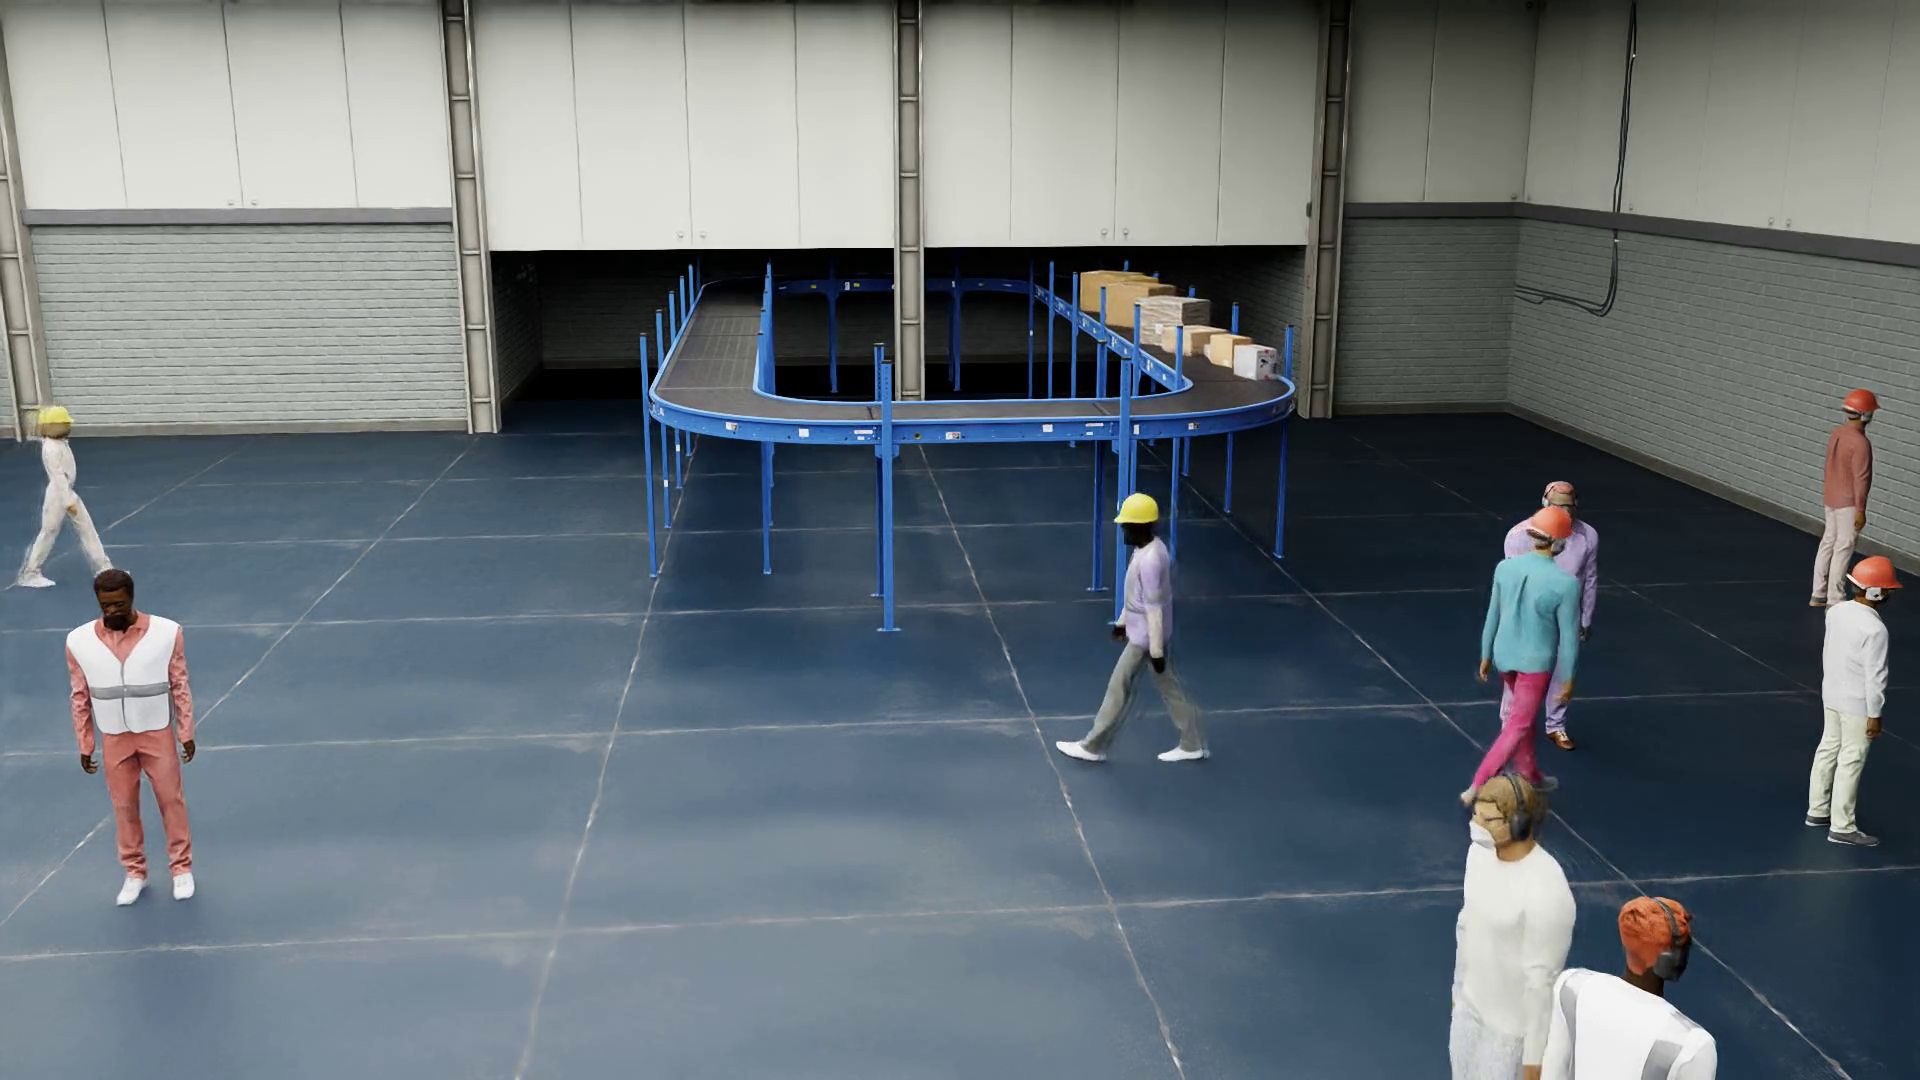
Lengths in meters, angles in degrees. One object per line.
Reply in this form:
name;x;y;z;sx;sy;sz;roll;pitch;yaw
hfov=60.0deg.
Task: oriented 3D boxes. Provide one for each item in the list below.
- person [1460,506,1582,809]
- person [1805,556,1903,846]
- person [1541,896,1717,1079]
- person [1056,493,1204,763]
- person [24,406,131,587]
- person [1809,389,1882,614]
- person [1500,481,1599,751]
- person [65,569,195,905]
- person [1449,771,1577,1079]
person;3.489;0.757;10.337;0.937;1.951;0.650;-9;16;-31
person;5.362;0.947;9.948;0.329;1.751;0.569;0;14;-1
person;2.133;2.030;5.350;0.337;1.881;0.584;-9;17;-32
person;1.190;0.604;11.085;1.002;1.872;0.594;3;14;11
person;-8.347;-0.404;15.467;0.895;1.695;0.498;-4;15;-15
person;7.778;-0.332;14.572;0.382;1.994;0.623;1;14;3
person;4.017;0.526;11.356;0.641;1.899;0.395;0;14;0
person;-4.542;1.067;9.166;0.597;1.908;0.409;-4;15;-17
person;2.054;1.784;6.252;0.525;1.923;0.643;-2;14;-8
